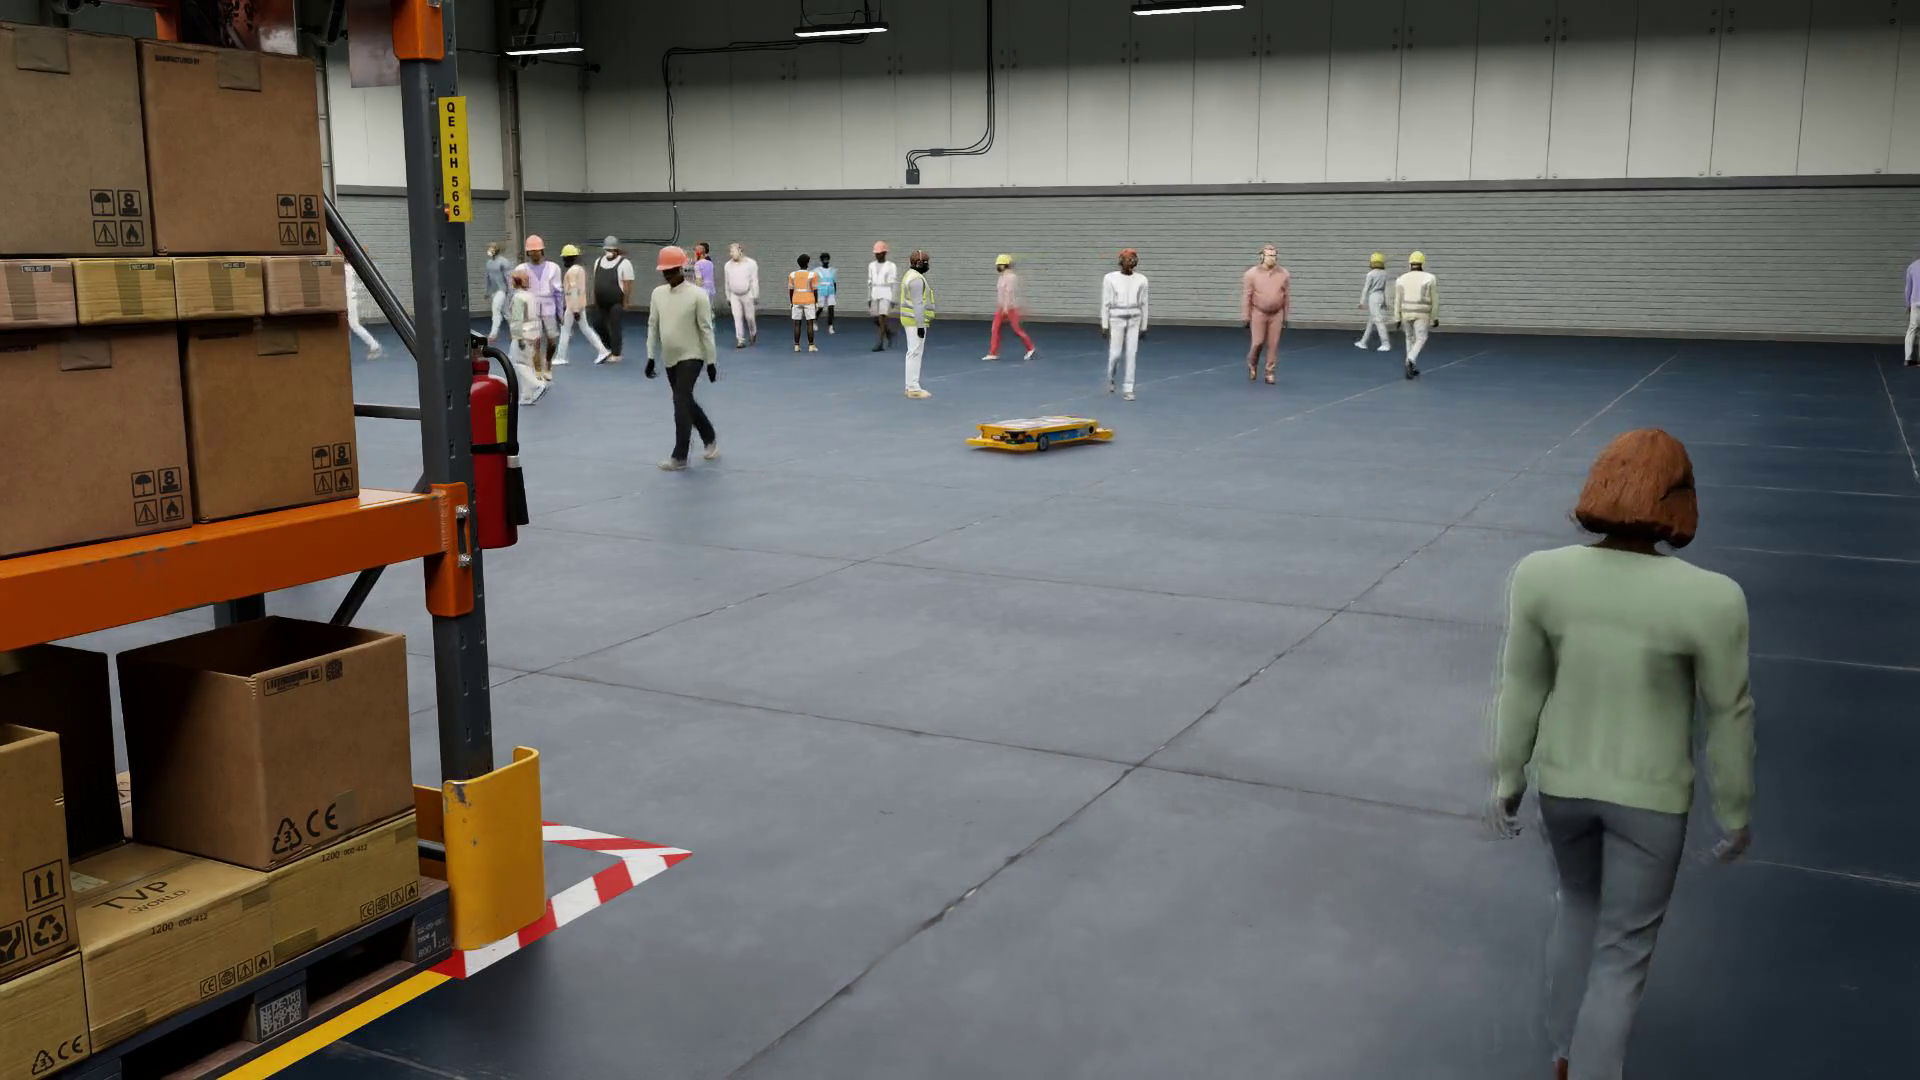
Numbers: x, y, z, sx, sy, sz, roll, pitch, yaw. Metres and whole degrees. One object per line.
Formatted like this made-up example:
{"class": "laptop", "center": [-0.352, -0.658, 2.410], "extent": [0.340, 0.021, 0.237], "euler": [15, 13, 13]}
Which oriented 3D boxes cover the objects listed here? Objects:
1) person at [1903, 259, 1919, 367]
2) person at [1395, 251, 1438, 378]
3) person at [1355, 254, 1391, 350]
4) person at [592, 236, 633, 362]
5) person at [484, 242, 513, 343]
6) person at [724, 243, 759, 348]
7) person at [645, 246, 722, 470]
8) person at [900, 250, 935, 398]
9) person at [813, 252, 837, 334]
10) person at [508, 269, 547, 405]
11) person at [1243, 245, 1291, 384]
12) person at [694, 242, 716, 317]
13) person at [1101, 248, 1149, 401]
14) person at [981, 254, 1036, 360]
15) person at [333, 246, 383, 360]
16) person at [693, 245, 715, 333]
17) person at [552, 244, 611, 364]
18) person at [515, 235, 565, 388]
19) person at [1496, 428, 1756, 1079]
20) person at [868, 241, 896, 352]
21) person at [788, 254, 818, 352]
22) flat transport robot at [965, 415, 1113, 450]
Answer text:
{"class": "person", "center": [14.913, -3.647, 25.709], "extent": [0.352, 1.937, 0.635], "euler": [-4, 11, -19]}
{"class": "person", "center": [6.450, -3.192, 23.598], "extent": [0.598, 1.806, 0.769], "euler": [8, 13, 38]}
{"class": "person", "center": [7.355, -4.216, 29.462], "extent": [0.499, 1.696, 0.894], "euler": [-8, 13, -36]}
{"class": "person", "center": [-5.577, -3.857, 26.577], "extent": [0.707, 2.000, 0.541], "euler": [4, 11, 20]}
{"class": "person", "center": [-8.690, -4.699, 31.569], "extent": [0.641, 1.905, 0.958], "euler": [9, 14, 41]}
{"class": "person", "center": [-3.930, -4.425, 30.118], "extent": [0.661, 1.880, 0.715], "euler": [2, 11, 8]}
{"class": "person", "center": [-2.394, -1.618, 14.698], "extent": [0.603, 1.944, 0.954], "euler": [7, 12, 33]}
{"class": "person", "center": [-0.531, -2.695, 20.824], "extent": [0.430, 1.838, 0.632], "euler": [-1, 10, -7]}
{"class": "person", "center": [-2.804, -5.085, 34.271], "extent": [0.540, 1.681, 0.652], "euler": [-5, 12, -26]}
{"class": "person", "center": [-5.165, -2.394, 19.732], "extent": [0.412, 1.627, 0.520], "euler": [1, 10, 5]}
{"class": "person", "center": [4.206, -3.074, 22.732], "extent": [0.644, 1.894, 0.422], "euler": [-1, 10, -4]}
{"class": "person", "center": [-6.302, -6.418, 41.085], "extent": [0.429, 1.843, 0.629], "euler": [-9, 14, -40]}
{"class": "person", "center": [2.024, -2.654, 20.480], "extent": [0.604, 1.870, 0.537], "euler": [-1, 10, -7]}
{"class": "person", "center": [0.812, -3.779, 27.020], "extent": [0.890, 1.724, 0.519], "euler": [-6, 12, -28]}
{"class": "person", "center": [-9.817, -3.800, 26.797], "extent": [0.914, 1.857, 0.578], "euler": [-8, 13, -38]}
{"class": "person", "center": [-4.705, -4.484, 30.545], "extent": [0.389, 1.839, 0.563], "euler": [4, 11, 20]}
{"class": "person", "center": [-6.004, -3.692, 26.136], "extent": [0.983, 1.892, 0.597], "euler": [1, 10, 4]}
{"class": "person", "center": [-5.608, -3.048, 22.196], "extent": [0.624, 2.027, 0.733], "euler": [-4, 11, -19]}
{"class": "person", "center": [1.501, 0.553, 3.700], "extent": [0.645, 1.616, 0.515], "euler": [-10, 14, -44]}
{"class": "person", "center": [-1.347, -4.269, 29.152], "extent": [0.559, 1.922, 0.646], "euler": [6, 12, 30]}
{"class": "person", "center": [-2.699, -4.092, 28.797], "extent": [0.541, 1.695, 0.316], "euler": [2, 11, 13]}
{"class": "flat transport robot", "center": [0.777, -1.044, 16.065], "extent": [0.652, 0.197, 1.431], "euler": [10, 14, 43]}
